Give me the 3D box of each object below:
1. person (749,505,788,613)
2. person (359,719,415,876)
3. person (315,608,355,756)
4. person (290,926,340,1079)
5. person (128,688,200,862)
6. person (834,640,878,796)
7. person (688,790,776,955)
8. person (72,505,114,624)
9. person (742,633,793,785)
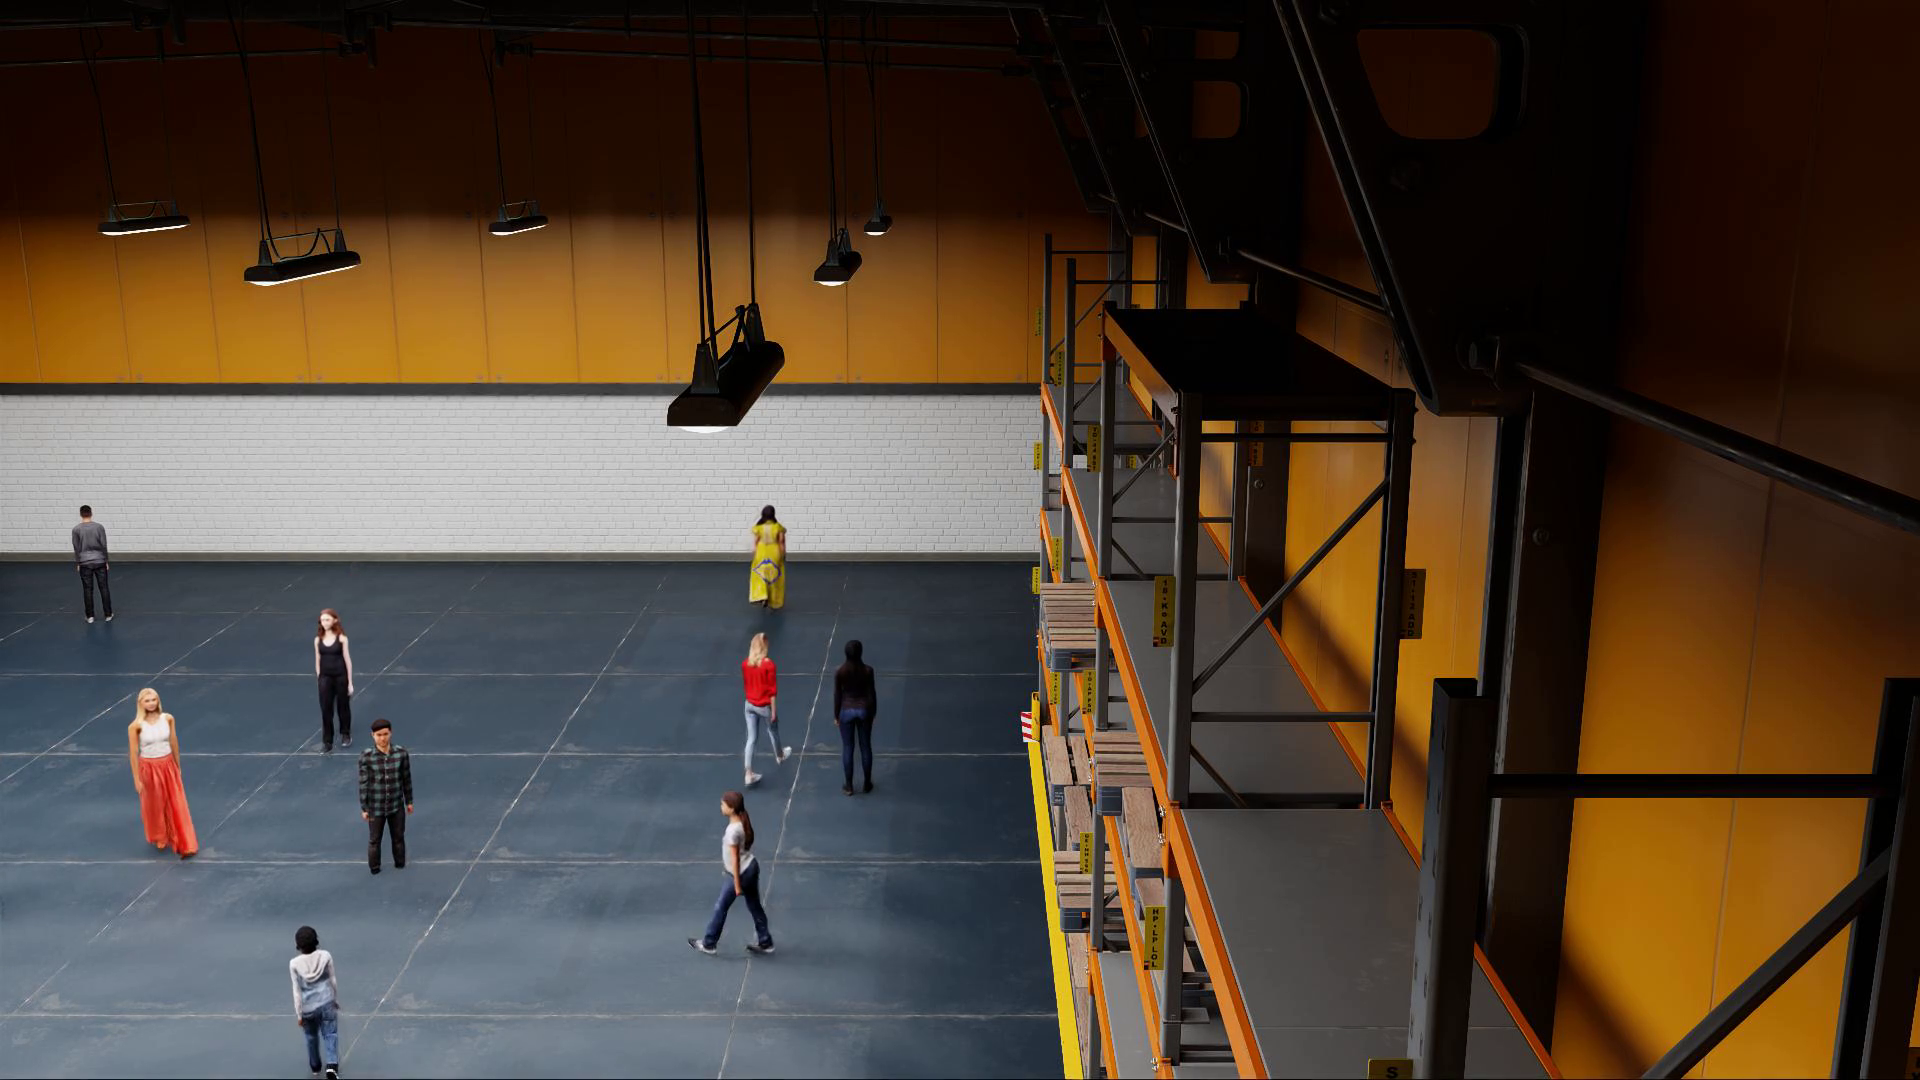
[{"bbox_3d":[-2.904,0.301,25.244,0.775,1.647,0.780,-1,14,-4],"label":"person"},{"bbox_3d":[-5.643,2.557,16.307,0.745,1.715,0.696,-7,15,-26],"label":"person"},{"bbox_3d":[-7.339,1.622,19.632,0.678,1.720,0.958,-2,14,-9],"label":"person"},{"bbox_3d":[-4.892,3.553,12.665,0.665,1.246,0.856,-6,15,-24],"label":"person"},{"bbox_3d":[-8.068,2.330,16.633,1.195,1.755,1.269,-13,19,-43],"label":"person"},{"bbox_3d":[-1.151,1.936,18.280,0.651,1.746,0.592,-2,14,-8],"label":"person"},{"bbox_3d":[-1.853,2.937,14.611,0.741,1.526,0.958,3,14,12],"label":"person"},{"bbox_3d":[-12.947,0.345,24.820,0.685,1.759,0.678,-7,15,-27],"label":"person"},{"bbox_3d":[-2.284,1.920,18.552,0.936,1.649,1.227,6,15,24],"label":"person"}]
